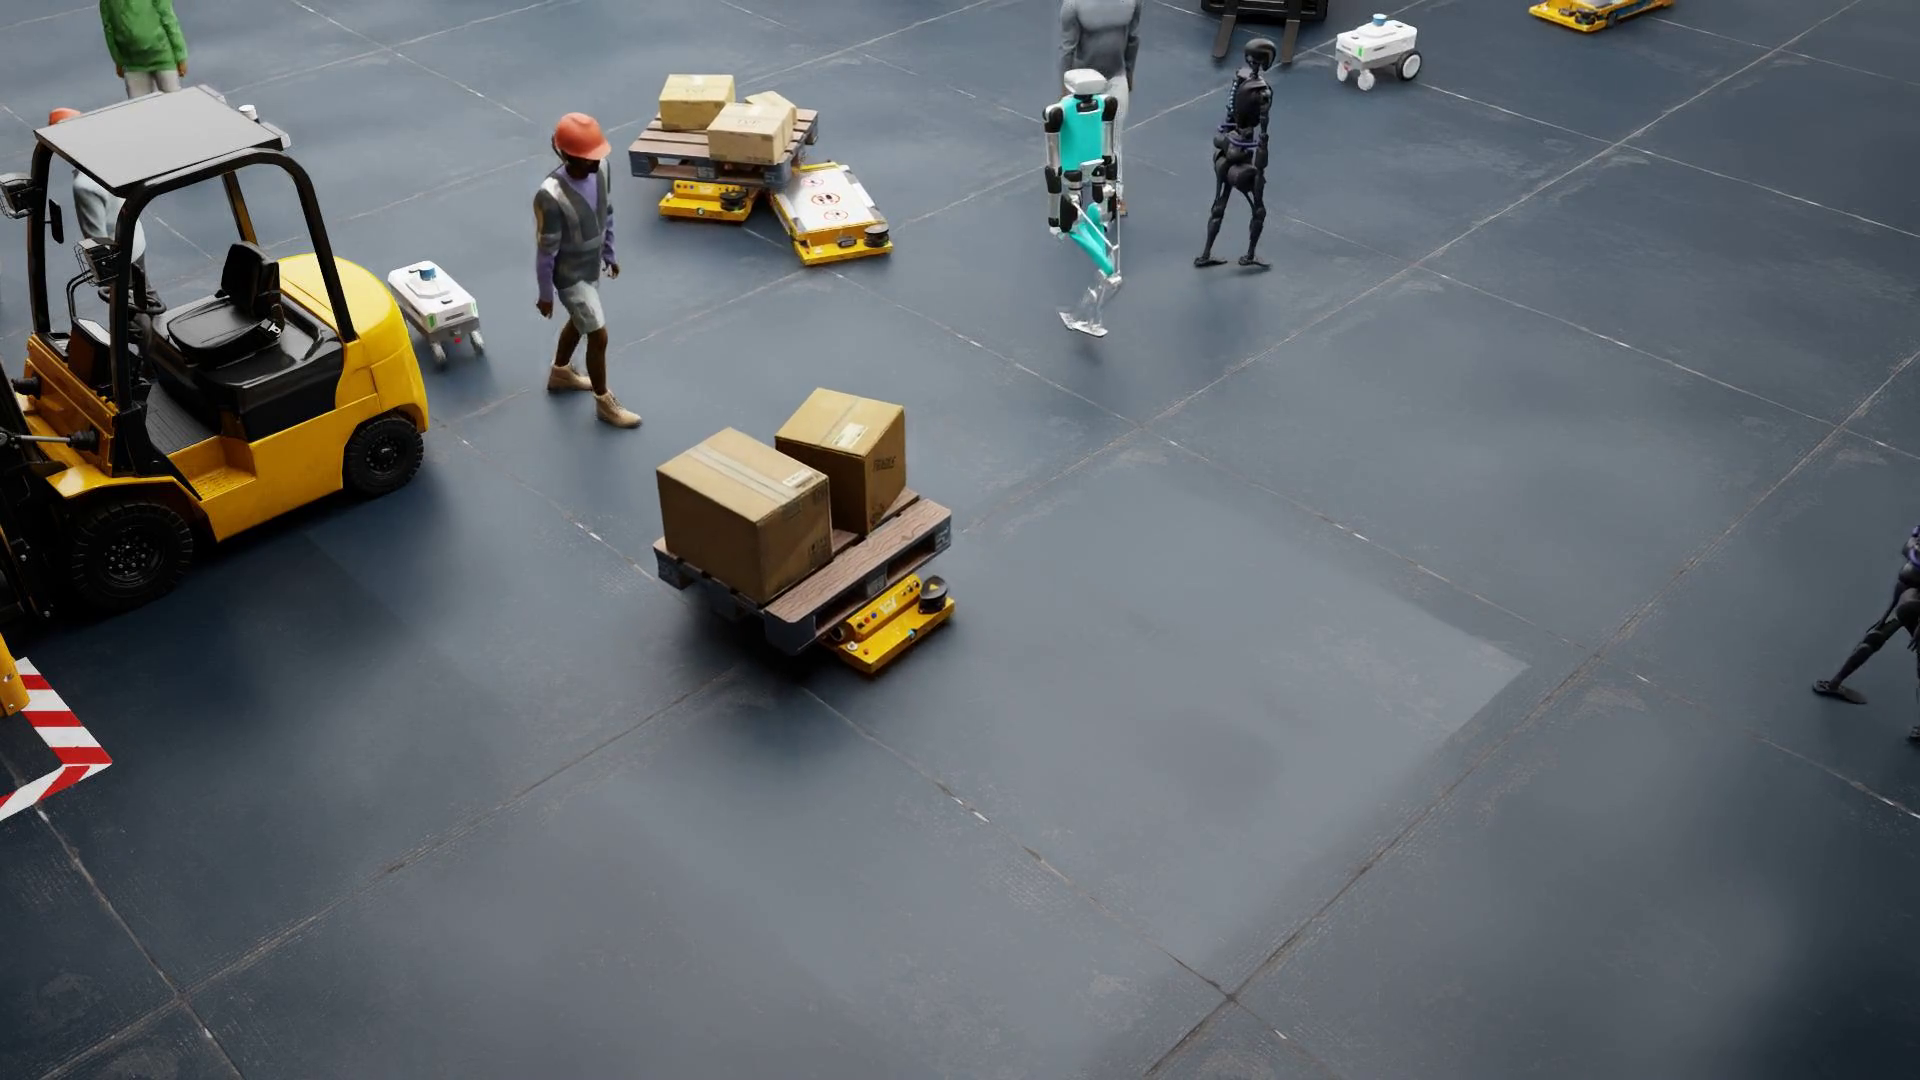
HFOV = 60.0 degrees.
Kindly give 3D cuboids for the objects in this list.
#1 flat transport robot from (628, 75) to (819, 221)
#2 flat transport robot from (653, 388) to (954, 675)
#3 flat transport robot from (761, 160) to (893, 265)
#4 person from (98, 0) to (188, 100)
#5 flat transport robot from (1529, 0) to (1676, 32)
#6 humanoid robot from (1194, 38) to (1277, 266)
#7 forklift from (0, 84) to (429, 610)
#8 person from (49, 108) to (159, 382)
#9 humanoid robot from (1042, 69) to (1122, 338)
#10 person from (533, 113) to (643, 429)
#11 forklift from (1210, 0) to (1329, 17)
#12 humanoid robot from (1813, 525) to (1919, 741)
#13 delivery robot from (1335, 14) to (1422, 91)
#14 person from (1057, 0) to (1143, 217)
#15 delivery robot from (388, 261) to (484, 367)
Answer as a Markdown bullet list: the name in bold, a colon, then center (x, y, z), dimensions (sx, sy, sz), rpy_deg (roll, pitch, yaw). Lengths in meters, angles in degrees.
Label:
- **flat transport robot**: center (-1.787, -2.865, 12.832), dimensions (0.659, 0.231, 1.431), rpy_deg (7, 37, 9)
- **flat transport robot**: center (-0.787, 0.190, 8.743), dimensions (1.431, 0.231, 0.659), rpy_deg (27, 44, 31)
- **flat transport robot**: center (-1.018, -2.450, 12.276), dimensions (0.659, 0.231, 1.431), rpy_deg (-12, 38, -15)
- **person**: center (-6.170, -3.685, 12.677), dimensions (0.561, 1.763, 0.464), rpy_deg (-5, 37, -7)
- **flat transport robot**: center (6.172, -5.173, 15.921), dimensions (1.431, 0.231, 0.659), rpy_deg (-25, 43, -29)
- **humanoid robot**: center (1.923, -2.624, 11.337), dimensions (0.506, 1.642, 0.588), rpy_deg (-12, 38, -15)
- **forklift**: center (-4.145, -1.093, 8.856), dimensions (2.313, 2.155, 1.214), rpy_deg (-31, 47, -34)
- **person**: center (-5.187, -1.803, 10.181), dimensions (0.350, 1.740, 0.573), rpy_deg (-3, 37, -5)
- **humanoid robot**: center (0.888, -1.989, 10.452), dimensions (0.563, 1.792, 0.823), rpy_deg (-22, 42, -26)
- **person**: center (-2.279, -1.598, 9.714), dimensions (0.790, 1.992, 0.619), rpy_deg (12, 38, 16)
- **forklift**: center (3.106, -6.400, 15.960), dimensions (1.214, 2.155, 2.313), rpy_deg (8, 37, 10)
- **humanoid robot**: center (4.496, 0.194, 7.586), dimensions (0.711, 1.628, 0.610), rpy_deg (18, 40, 22)
- **delivery robot**: center (3.627, -4.268, 14.464), dimensions (0.743, 0.586, 0.522), rpy_deg (-21, 42, -26)
- **person**: center (1.013, -3.367, 12.158), dimensions (0.647, 1.882, 1.038), rpy_deg (-8, 37, -10)
- **delivery robot**: center (-3.416, -1.518, 10.788), dimensions (0.499, 0.592, 0.774), rpy_deg (-25, 43, -29)
